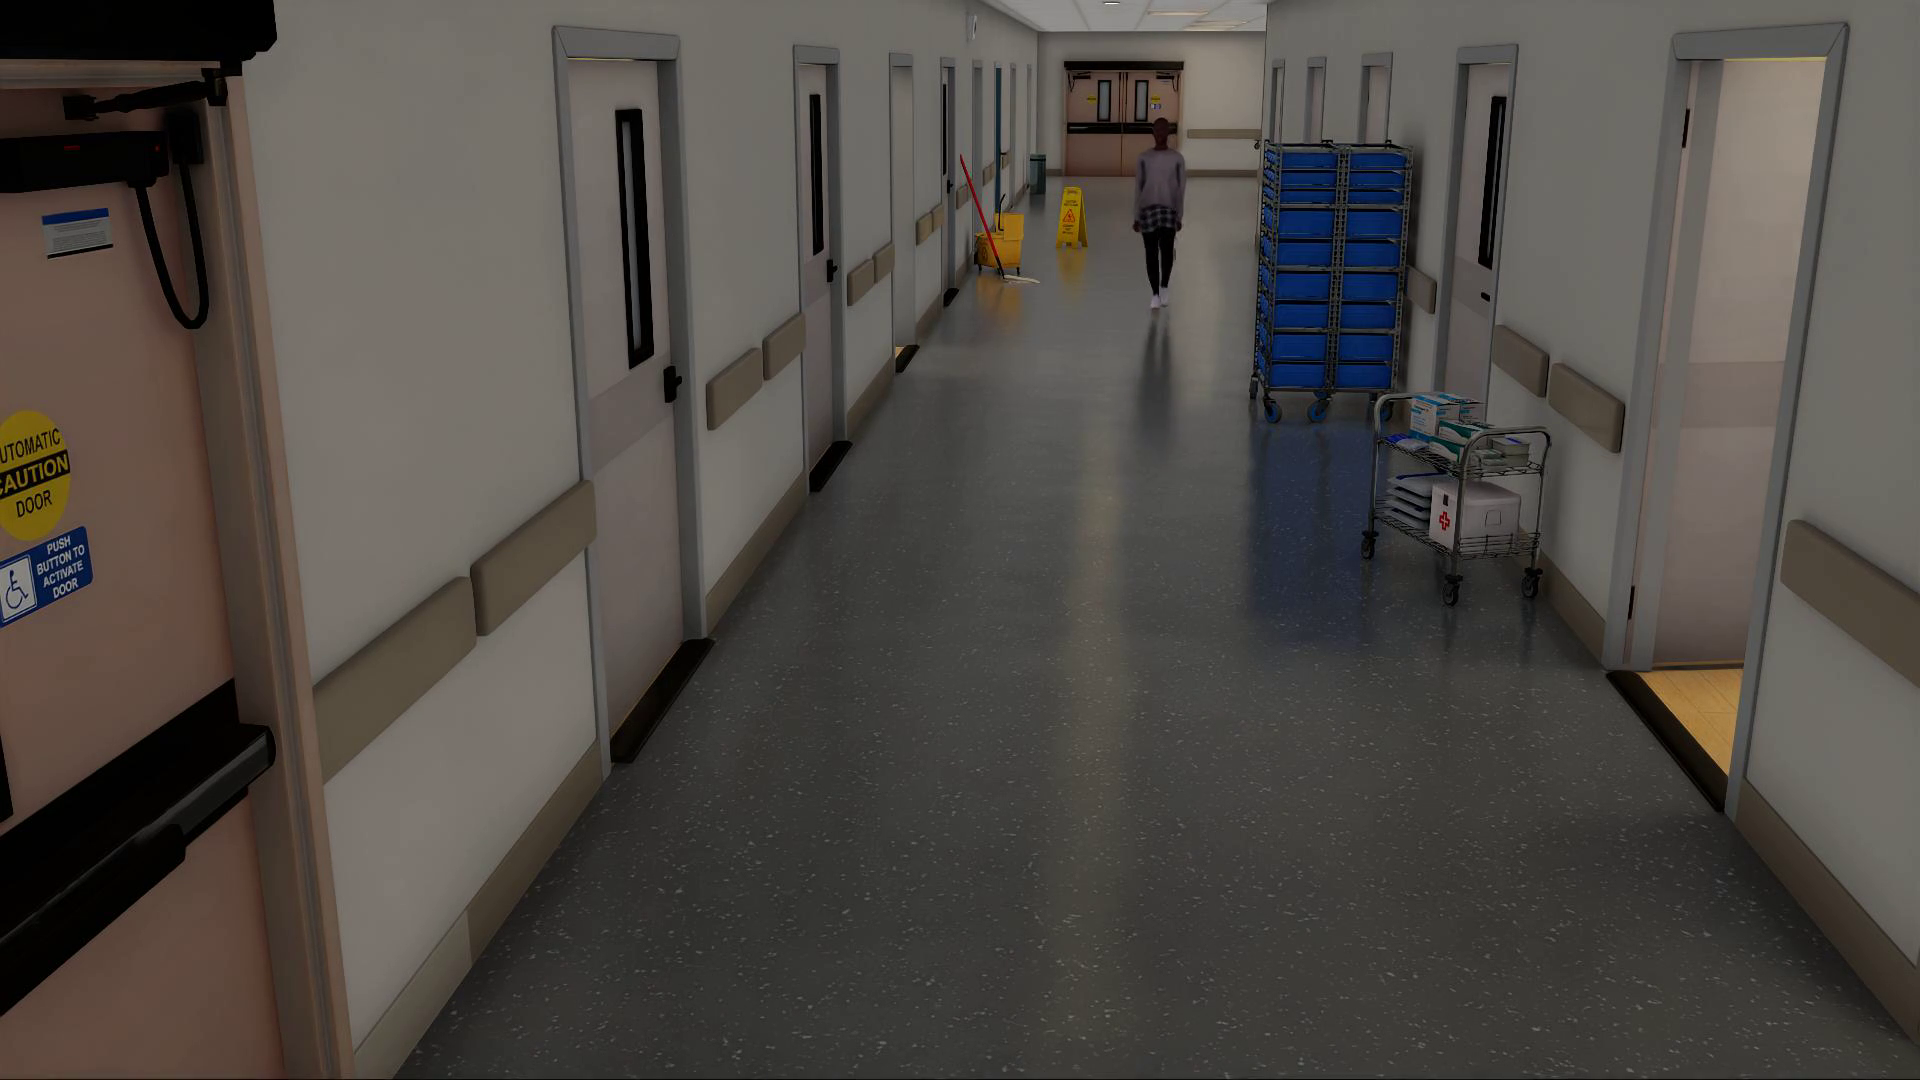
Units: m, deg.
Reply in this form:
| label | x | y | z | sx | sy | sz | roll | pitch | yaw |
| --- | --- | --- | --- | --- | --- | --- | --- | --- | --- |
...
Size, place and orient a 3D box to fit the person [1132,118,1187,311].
| label | x | y | z | sx | sy | sz | roll | pitch | yaw |
| --- | --- | --- | --- | --- | --- | --- | --- | --- | --- |
| person | 1.869 | -3.050 | 15.607 | 0.653 | 1.761 | 0.635 | 3 | 16 | 11 |
